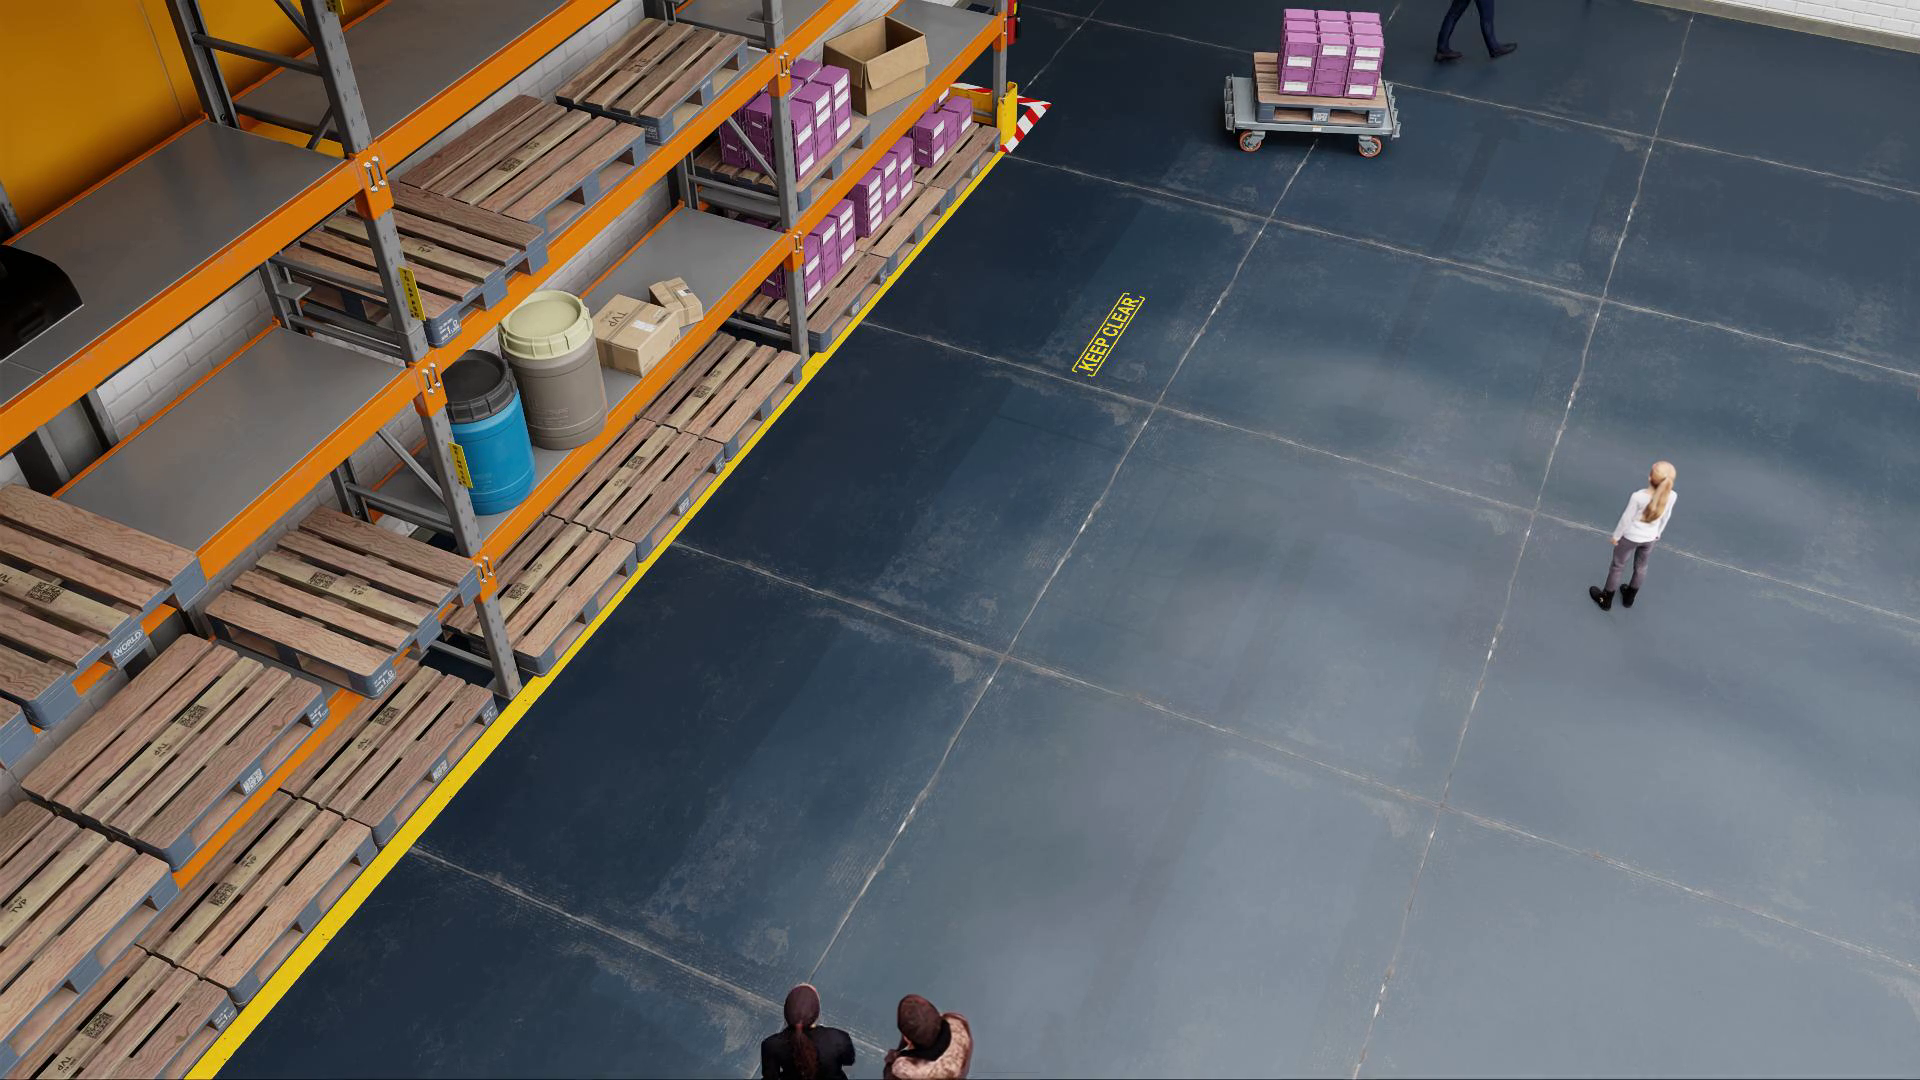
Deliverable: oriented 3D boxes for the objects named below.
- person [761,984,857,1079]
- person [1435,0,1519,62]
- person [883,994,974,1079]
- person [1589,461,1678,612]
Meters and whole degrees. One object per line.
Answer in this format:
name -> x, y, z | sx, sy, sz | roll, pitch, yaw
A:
person -> -0.713, 2.810, 8.091 | 0.820, 1.608, 1.126 | 4, 44, 4
person -> 5.156, -5.699, 16.844 | 1.080, 1.855, 1.104 | -7, 44, -7
person -> -0.167, 2.751, 7.981 | 0.858, 1.845, 0.660 | 25, 49, 24
person -> 4.618, -0.029, 11.309 | 0.575, 1.279, 0.616 | -4, 44, -4
